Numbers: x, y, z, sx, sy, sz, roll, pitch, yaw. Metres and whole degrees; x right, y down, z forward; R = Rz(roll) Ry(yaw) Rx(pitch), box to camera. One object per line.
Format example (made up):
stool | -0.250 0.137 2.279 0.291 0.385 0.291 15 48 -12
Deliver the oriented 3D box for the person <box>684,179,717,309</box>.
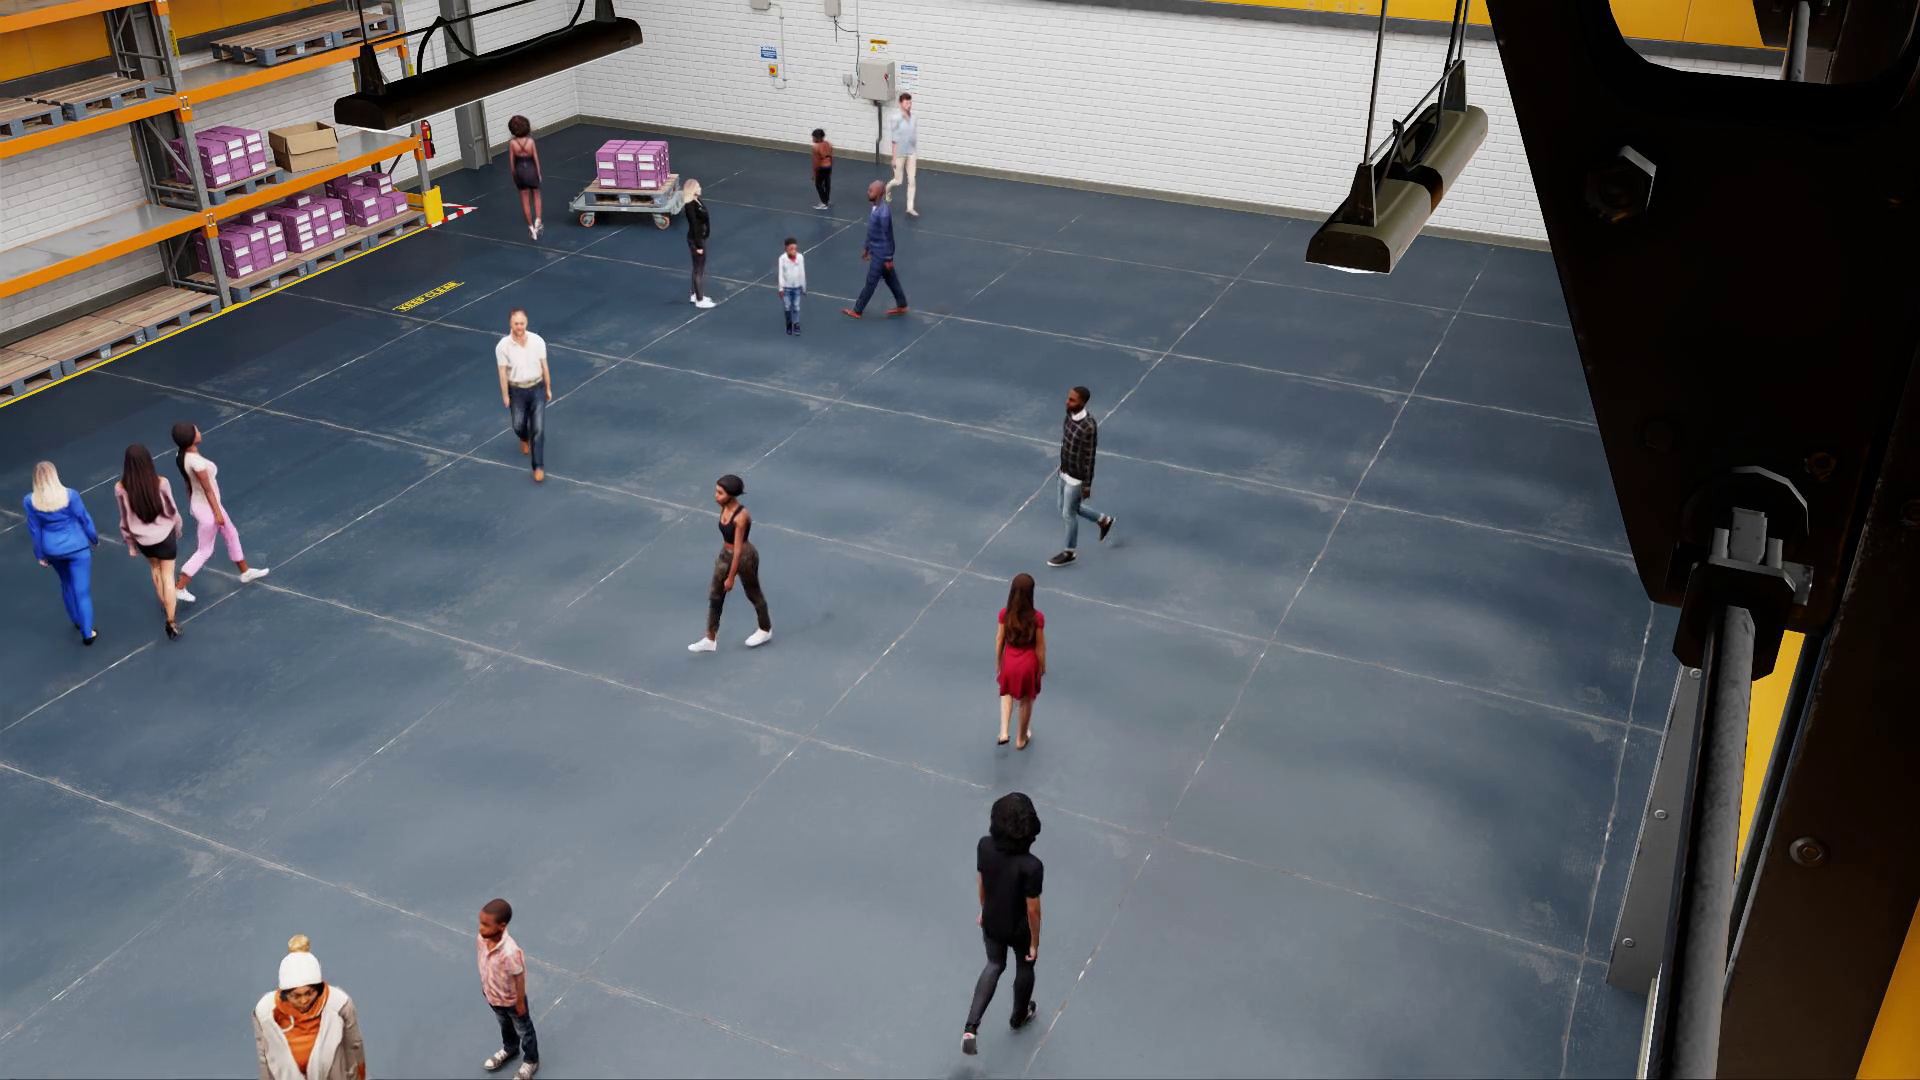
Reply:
person | -3.445 -3.869 21.659 0.761 1.688 0.657 -2 29 -4

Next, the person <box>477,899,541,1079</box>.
person | -2.728 2.698 10.016 0.538 1.307 0.531 20 34 32

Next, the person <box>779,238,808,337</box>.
person | -2.118 -3.213 20.910 0.585 1.253 0.639 -7 29 -13

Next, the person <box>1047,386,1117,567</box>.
person | 1.172 -0.624 15.588 1.084 1.804 1.029 -10 30 -18

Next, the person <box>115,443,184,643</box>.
person | -6.935 0.065 14.342 0.835 1.788 0.905 -8 30 -14

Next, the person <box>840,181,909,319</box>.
person | -0.924 -3.680 21.228 1.181 1.768 1.163 -8 30 -14

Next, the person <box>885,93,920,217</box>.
person | -0.893 -5.822 25.093 1.000 1.827 0.989 -18 33 -29

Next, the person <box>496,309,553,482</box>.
person | -4.504 -1.569 17.289 1.023 1.834 1.119 -7 29 -13

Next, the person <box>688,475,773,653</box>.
person | -1.806 0.196 14.229 1.070 1.666 0.879 -19 34 -31

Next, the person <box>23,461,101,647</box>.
person | -7.694 0.152 14.293 0.826 1.683 0.901 -4 29 -8

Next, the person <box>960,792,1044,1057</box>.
person | 0.242 2.372 10.097 0.696 1.802 0.981 18 33 30

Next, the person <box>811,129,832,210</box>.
person | -2.092 -5.709 25.499 0.525 1.239 0.690 -18 33 -29

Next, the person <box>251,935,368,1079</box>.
person | -3.511 2.878 9.091 0.975 1.878 1.057 -6 29 -11

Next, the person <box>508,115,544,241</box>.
person | -6.255 -5.201 24.012 0.815 1.773 0.889 -8 30 -14

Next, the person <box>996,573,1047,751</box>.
person | 0.459 0.995 12.893 0.629 1.543 0.777 7 29 12

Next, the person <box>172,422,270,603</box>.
person | -6.855 -0.225 14.958 1.221 1.706 0.903 -23 36 -35
